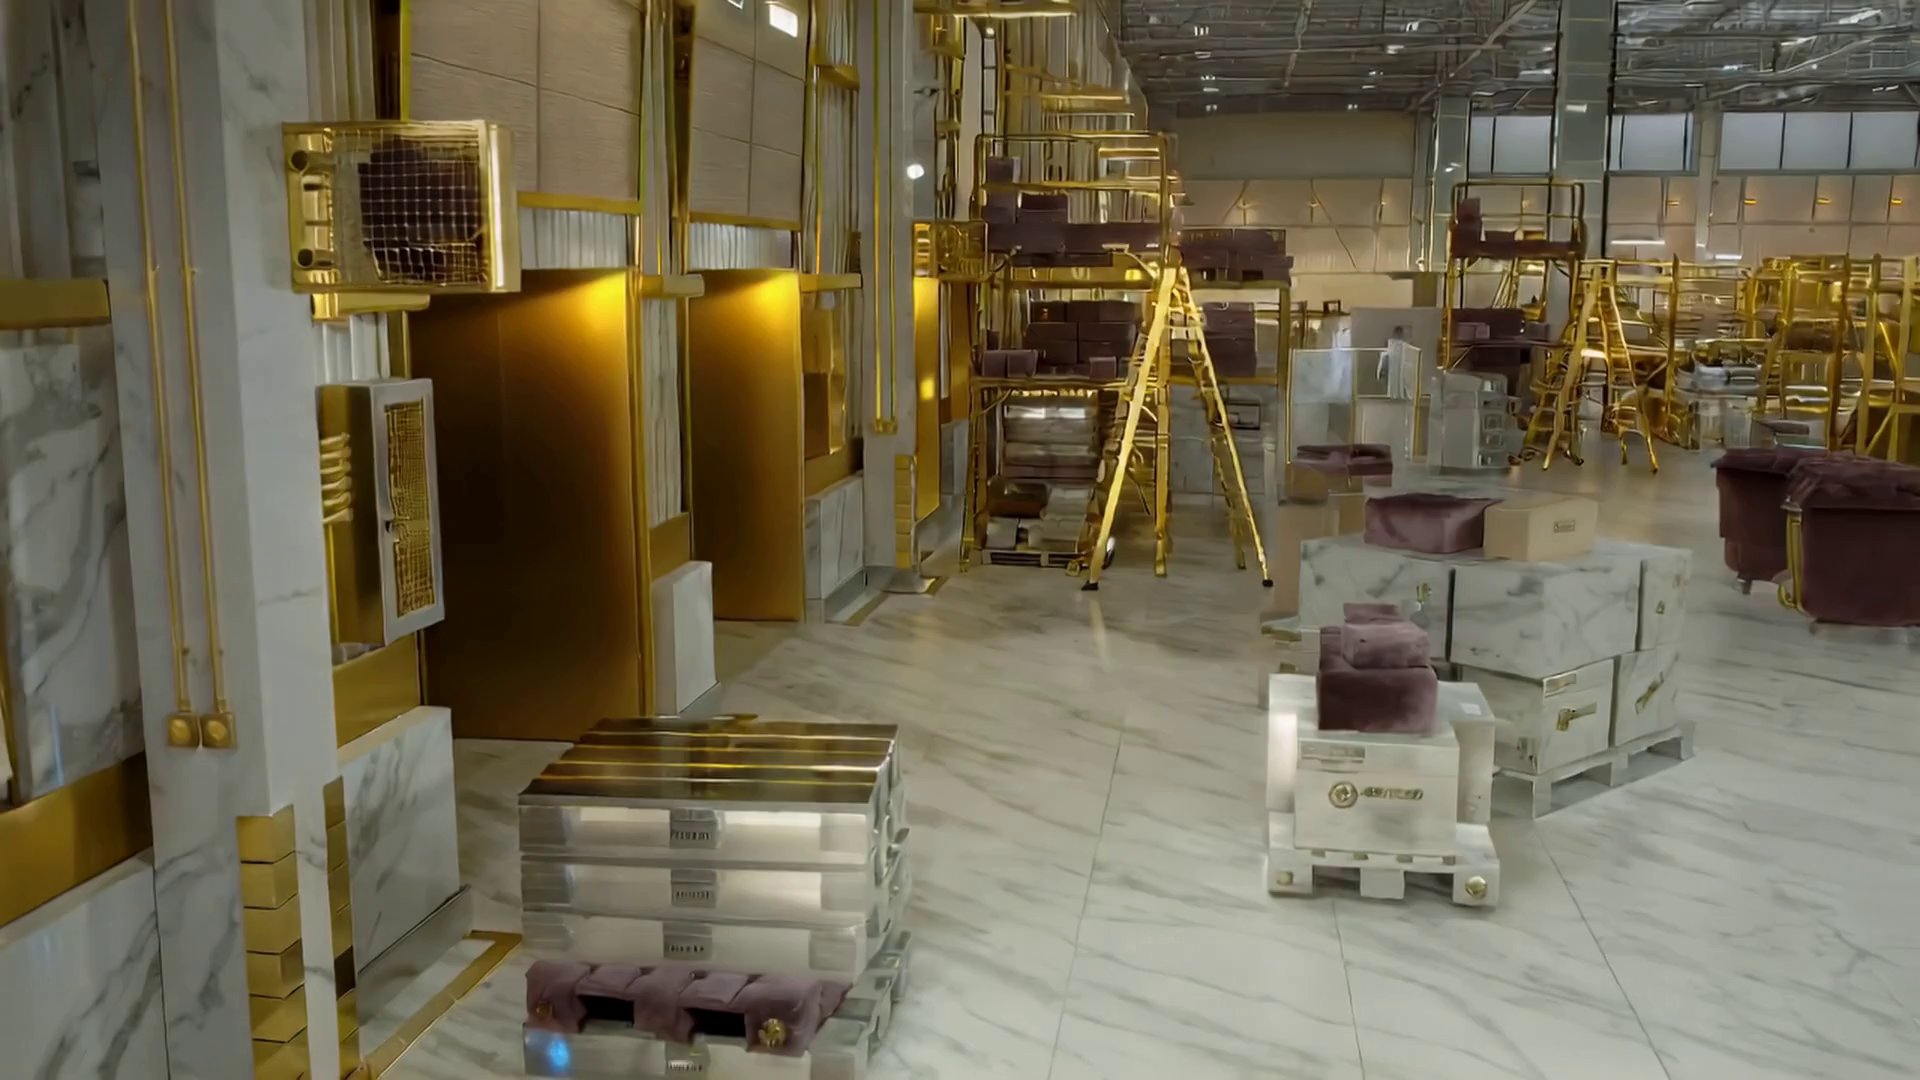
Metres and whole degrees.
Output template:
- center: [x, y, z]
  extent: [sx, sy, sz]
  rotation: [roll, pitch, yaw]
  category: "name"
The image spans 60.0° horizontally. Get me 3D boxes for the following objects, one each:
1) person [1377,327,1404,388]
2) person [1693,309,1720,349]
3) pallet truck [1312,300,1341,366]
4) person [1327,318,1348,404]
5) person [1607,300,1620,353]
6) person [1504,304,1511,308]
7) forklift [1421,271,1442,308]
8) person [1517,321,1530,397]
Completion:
- center: [7.896, -2.945, 30.191]
  extent: [0.590, 1.828, 1.004]
  rotation: [-4, 10, -22]
  category: "person"
- center: [18.489, -4.779, 41.282]
  extent: [0.651, 1.888, 0.867]
  rotation: [7, 12, 37]
  category: "person"
- center: [11.159, -6.200, 49.718]
  extent: [0.823, 1.965, 1.885]
  rotation: [4, 10, 26]
  category: "pallet truck"
- center: [8.120, -3.812, 35.499]
  extent: [0.400, 1.830, 0.552]
  rotation: [-7, 12, -38]
  category: "person"
- center: [21.704, -7.021, 55.149]
  extent: [0.561, 1.878, 1.021]
  rotation: [0, 9, 2]
  category: "person"
- center: [15.794, -5.879, 48.104]
  extent: [0.651, 1.878, 1.032]
  rotation: [-3, 10, -20]
  category: "person"
- center: [11.787, -5.365, 41.852]
  extent: [1.873, 2.768, 1.129]
  rotation: [1, 9, 9]
  category: "forklift"
- center: [12.532, -4.048, 37.265]
  extent: [0.403, 1.729, 0.491]
  rotation: [-3, 10, -20]
  category: "person"
